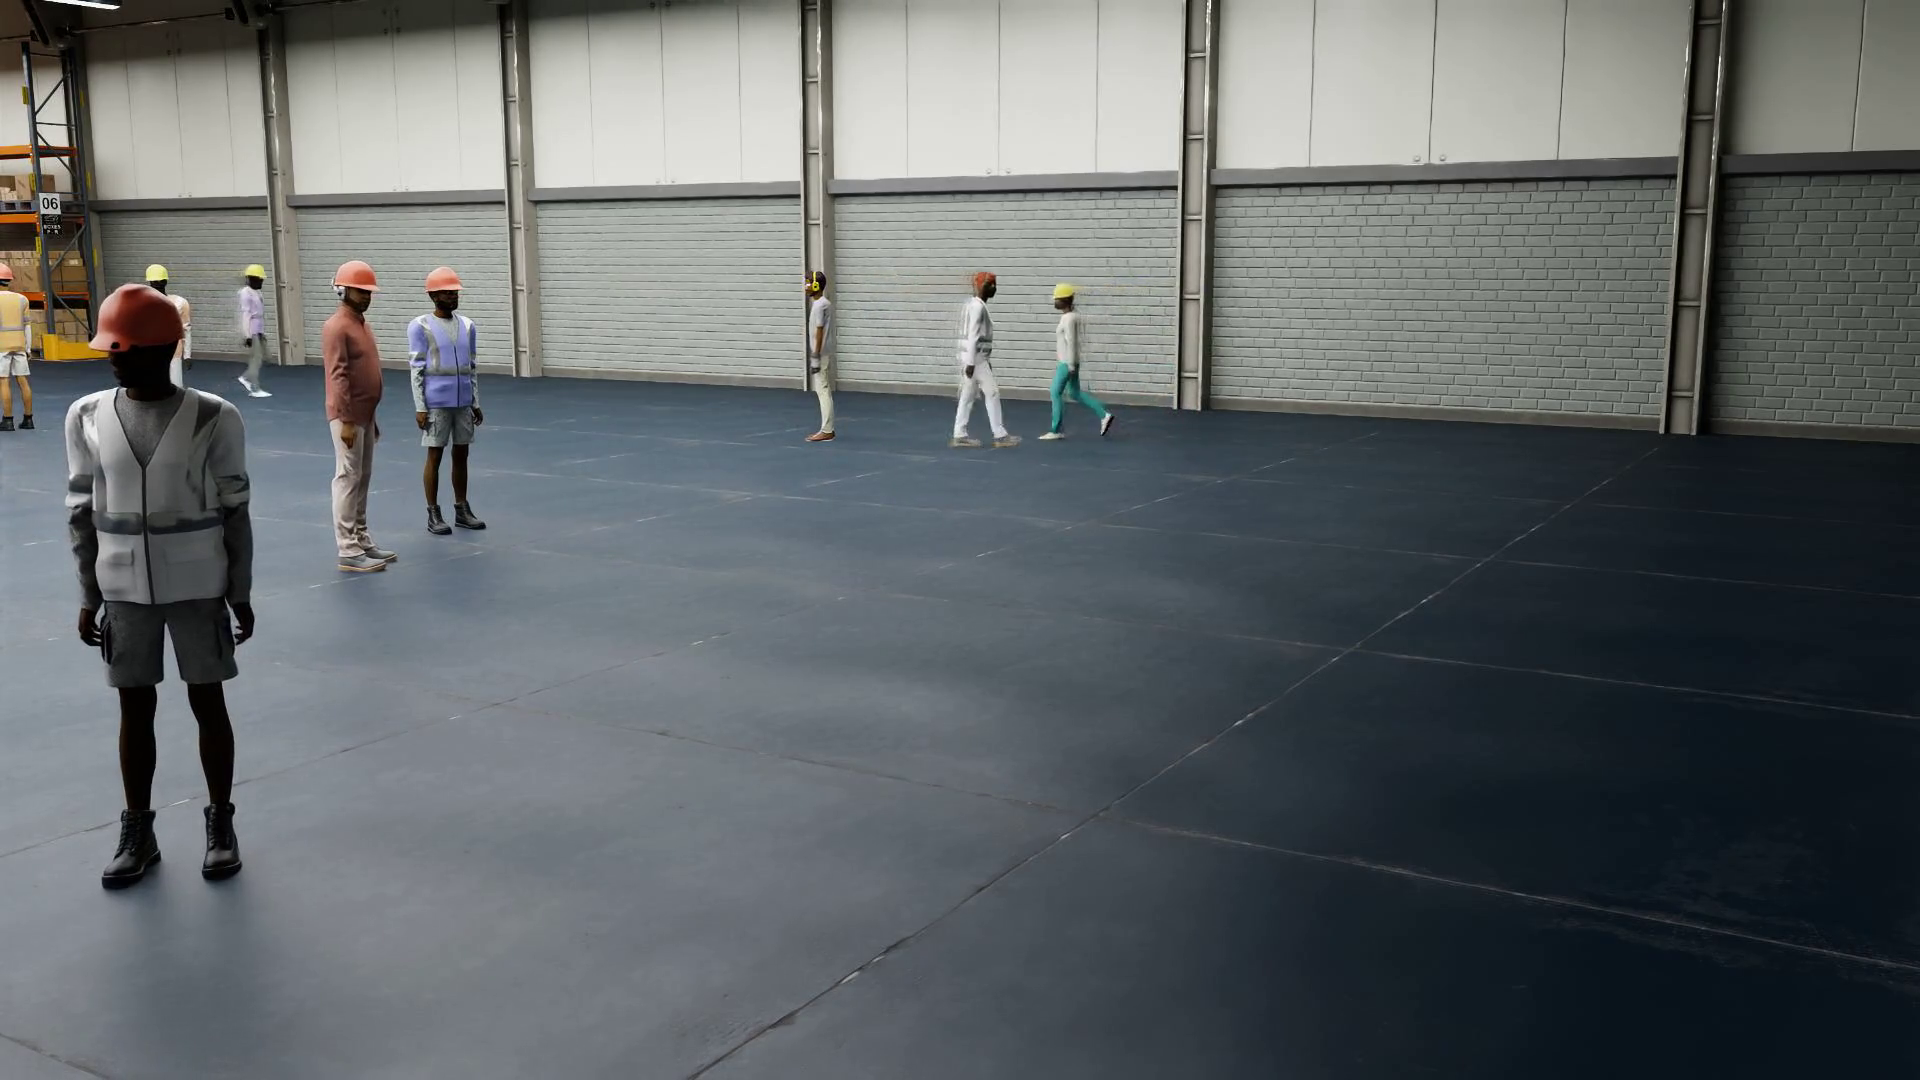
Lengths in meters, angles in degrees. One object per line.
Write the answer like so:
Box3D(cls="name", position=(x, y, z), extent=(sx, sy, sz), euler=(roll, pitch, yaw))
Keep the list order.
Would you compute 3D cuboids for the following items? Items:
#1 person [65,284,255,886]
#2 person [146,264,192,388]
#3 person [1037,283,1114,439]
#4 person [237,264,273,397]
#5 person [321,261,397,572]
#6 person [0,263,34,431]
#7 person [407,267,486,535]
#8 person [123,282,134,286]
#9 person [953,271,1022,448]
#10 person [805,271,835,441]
Box3D(cls="person", position=(-2.567, 0.153, 5.360), extent=(0.544, 1.933, 0.376), euler=(-2, 10, -11))
Box3D(cls="person", position=(-8.814, -2.073, 18.404), extent=(0.585, 1.929, 0.370), euler=(-3, 10, -15))
Box3D(cls="person", position=(1.284, -1.964, 18.370), extent=(0.783, 1.738, 0.530), euler=(1, 10, 7))
Box3D(cls="person", position=(-10.126, -2.998, 23.871), extent=(0.456, 1.907, 0.610), euler=(-1, 10, -6))
Box3D(cls="person", position=(-3.895, -0.798, 10.765), extent=(0.391, 1.989, 0.610), euler=(0, 10, -3))
Box3D(cls="person", position=(-11.049, -2.231, 19.284), extent=(0.340, 1.942, 0.551), euler=(5, 11, 29))
Box3D(cls="person", position=(-3.746, -1.017, 12.182), extent=(0.347, 1.942, 0.549), euler=(8, 12, 39))
Box3D(cls="person", position=(-12.311, -3.010, 24.750), extent=(0.286, 1.633, 0.501), euler=(2, 10, 11))
Box3D(cls="person", position=(0.312, -1.899, 17.601), extent=(0.861, 1.850, 0.609), euler=(0, 10, -1))
Box3D(cls="person", position=(-1.542, -2.013, 18.264), extent=(0.314, 1.861, 0.512), euler=(0, 10, 0))
